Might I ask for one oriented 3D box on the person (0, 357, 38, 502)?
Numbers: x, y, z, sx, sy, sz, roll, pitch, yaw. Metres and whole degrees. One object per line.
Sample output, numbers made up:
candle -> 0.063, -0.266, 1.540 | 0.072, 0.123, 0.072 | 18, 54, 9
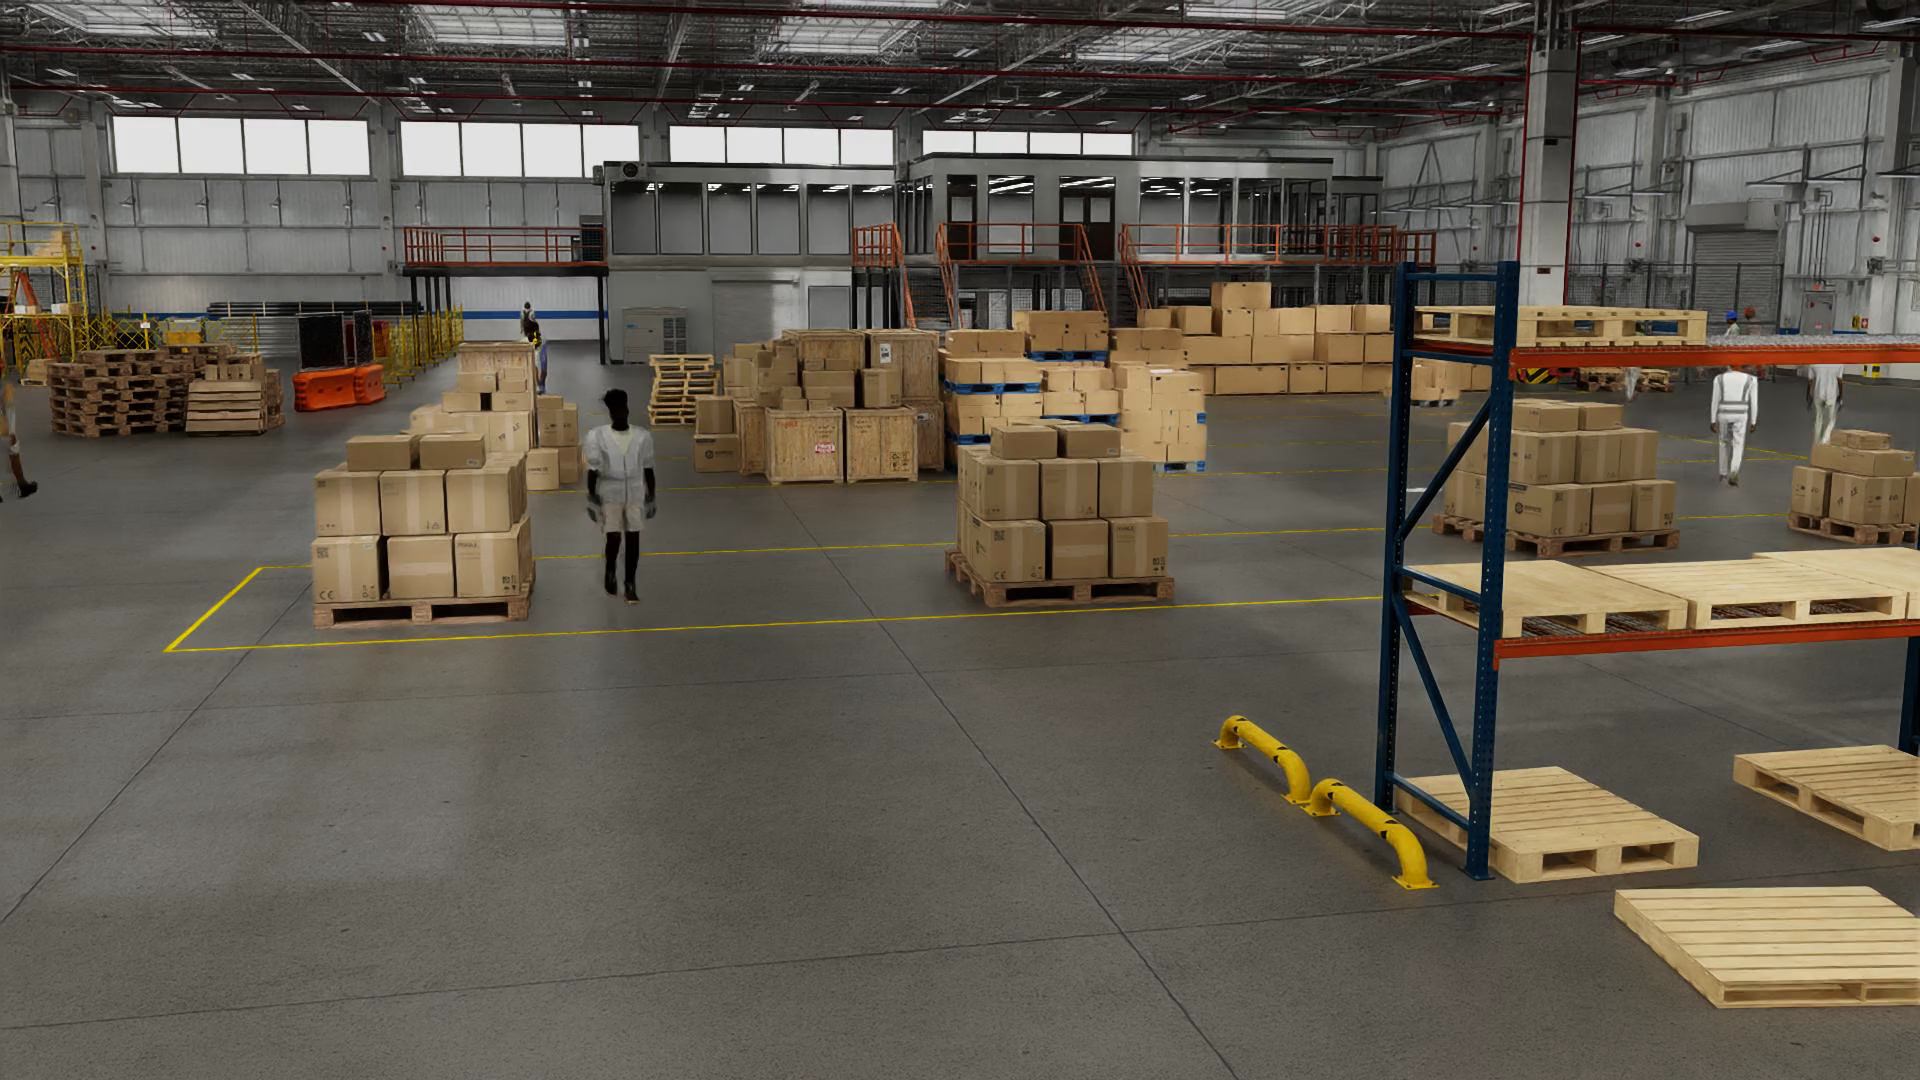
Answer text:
person -> -12.328, -1.437, 21.394 | 0.553, 1.887, 0.950 | 0, 9, 0

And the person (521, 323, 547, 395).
person -> -8.807, -3.555, 34.417 | 0.607, 1.864, 1.064 | 1, 9, 7

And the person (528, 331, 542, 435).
person -> -7.644, -2.813, 29.890 | 0.328, 1.861, 0.500 | -6, 11, -31

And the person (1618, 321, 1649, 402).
person -> 15.145, -3.998, 37.284 | 0.654, 1.795, 0.926 | 9, 13, 42

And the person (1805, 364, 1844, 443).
person -> 13.752, -2.247, 26.433 | 0.565, 1.855, 0.383 | 6, 11, 34

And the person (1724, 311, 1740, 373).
person -> 18.684, -4.573, 40.330 | 0.382, 1.949, 0.605 | 2, 9, 10

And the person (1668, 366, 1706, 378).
person -> 19.729, -5.263, 45.010 | 0.905, 1.805, 0.631 | 5, 10, 27

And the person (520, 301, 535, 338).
person -> -14.976, -7.356, 57.658 | 0.534, 1.828, 0.548 | 0, 9, 2

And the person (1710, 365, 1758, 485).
person -> 10.721, -1.683, 23.053 | 0.584, 1.858, 0.899 | 5, 11, 29

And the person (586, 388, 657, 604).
person -> -3.005, -0.382, 14.794 | 0.633, 1.942, 0.436 | -5, 10, -26

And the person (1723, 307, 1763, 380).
person -> 20.927, -5.216, 44.262 | 1.026, 1.940, 0.620 | 7, 12, 38
